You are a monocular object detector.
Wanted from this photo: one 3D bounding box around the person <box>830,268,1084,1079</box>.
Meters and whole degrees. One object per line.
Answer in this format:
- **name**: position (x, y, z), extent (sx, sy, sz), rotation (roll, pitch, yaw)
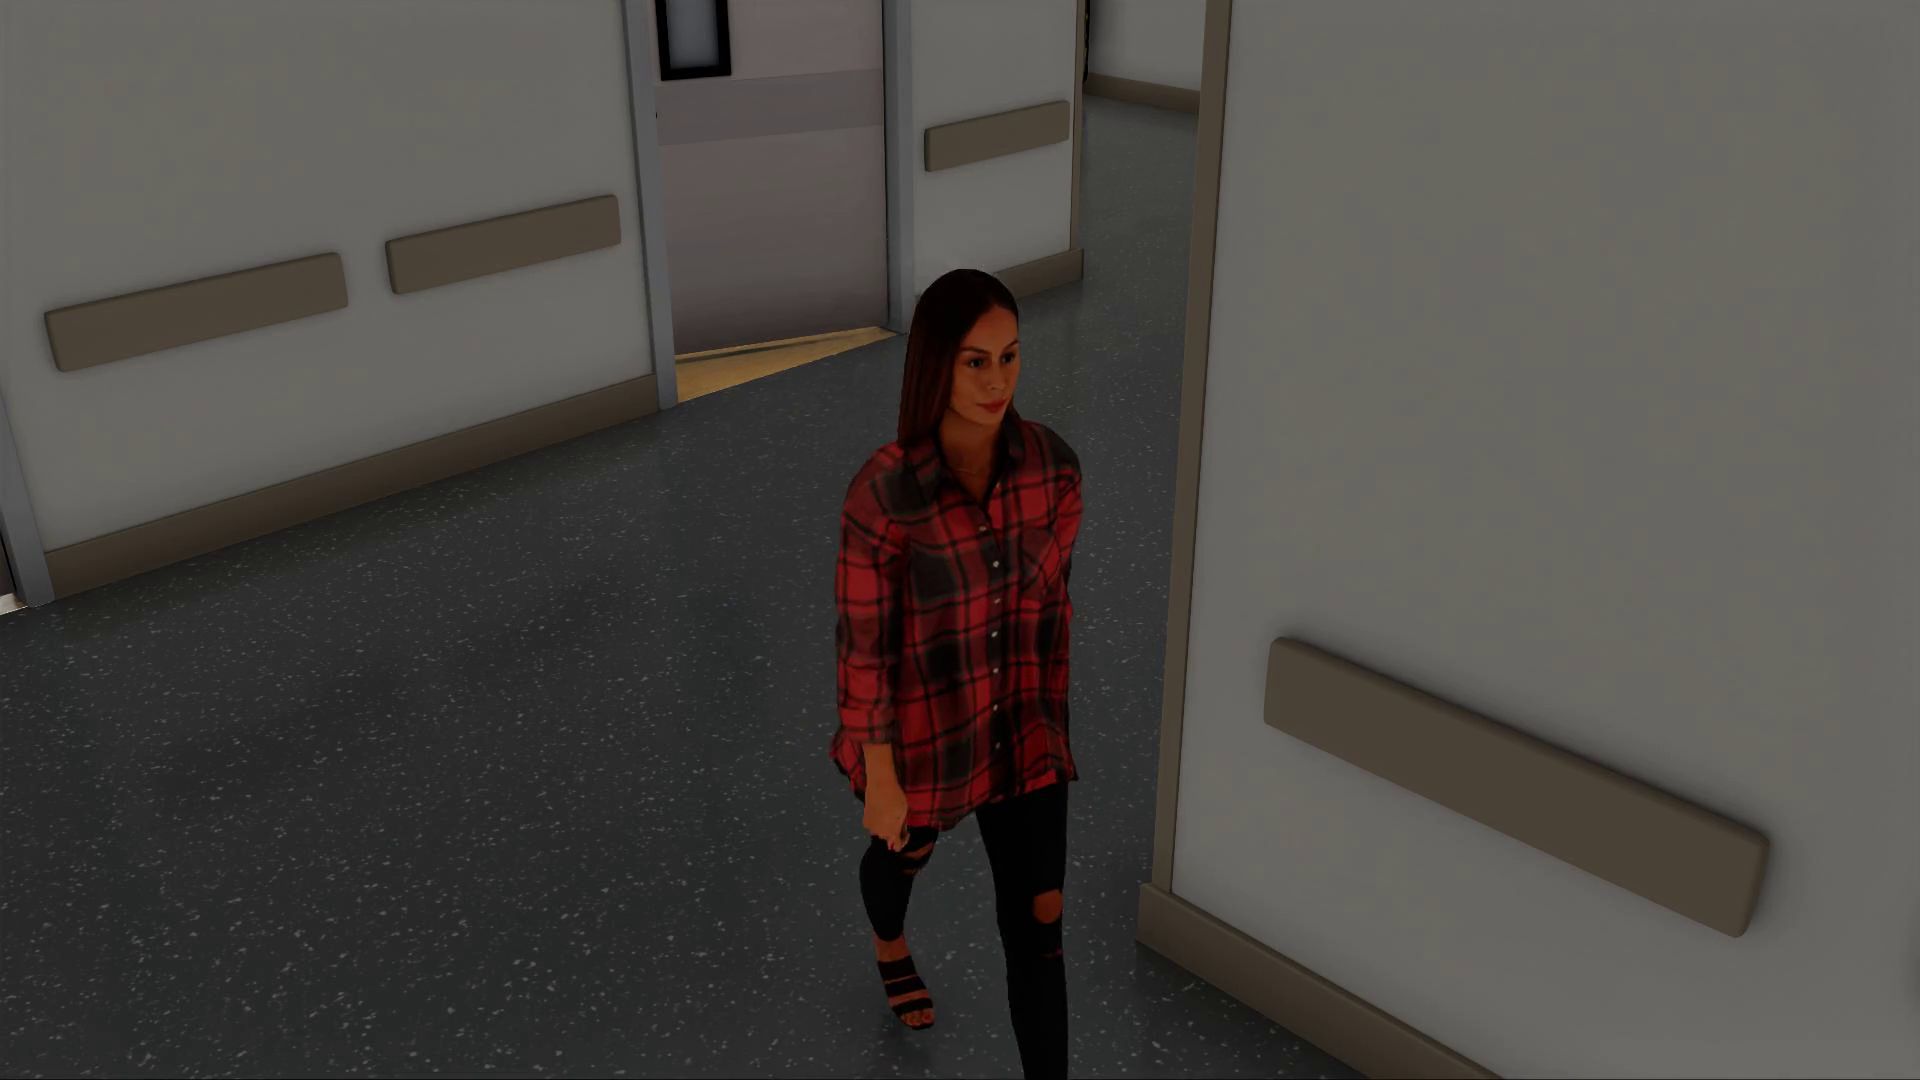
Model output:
- **person**: position (-0.043, 0.335, 3.024), extent (1.109, 1.655, 0.950), rotation (-11, 28, -22)
